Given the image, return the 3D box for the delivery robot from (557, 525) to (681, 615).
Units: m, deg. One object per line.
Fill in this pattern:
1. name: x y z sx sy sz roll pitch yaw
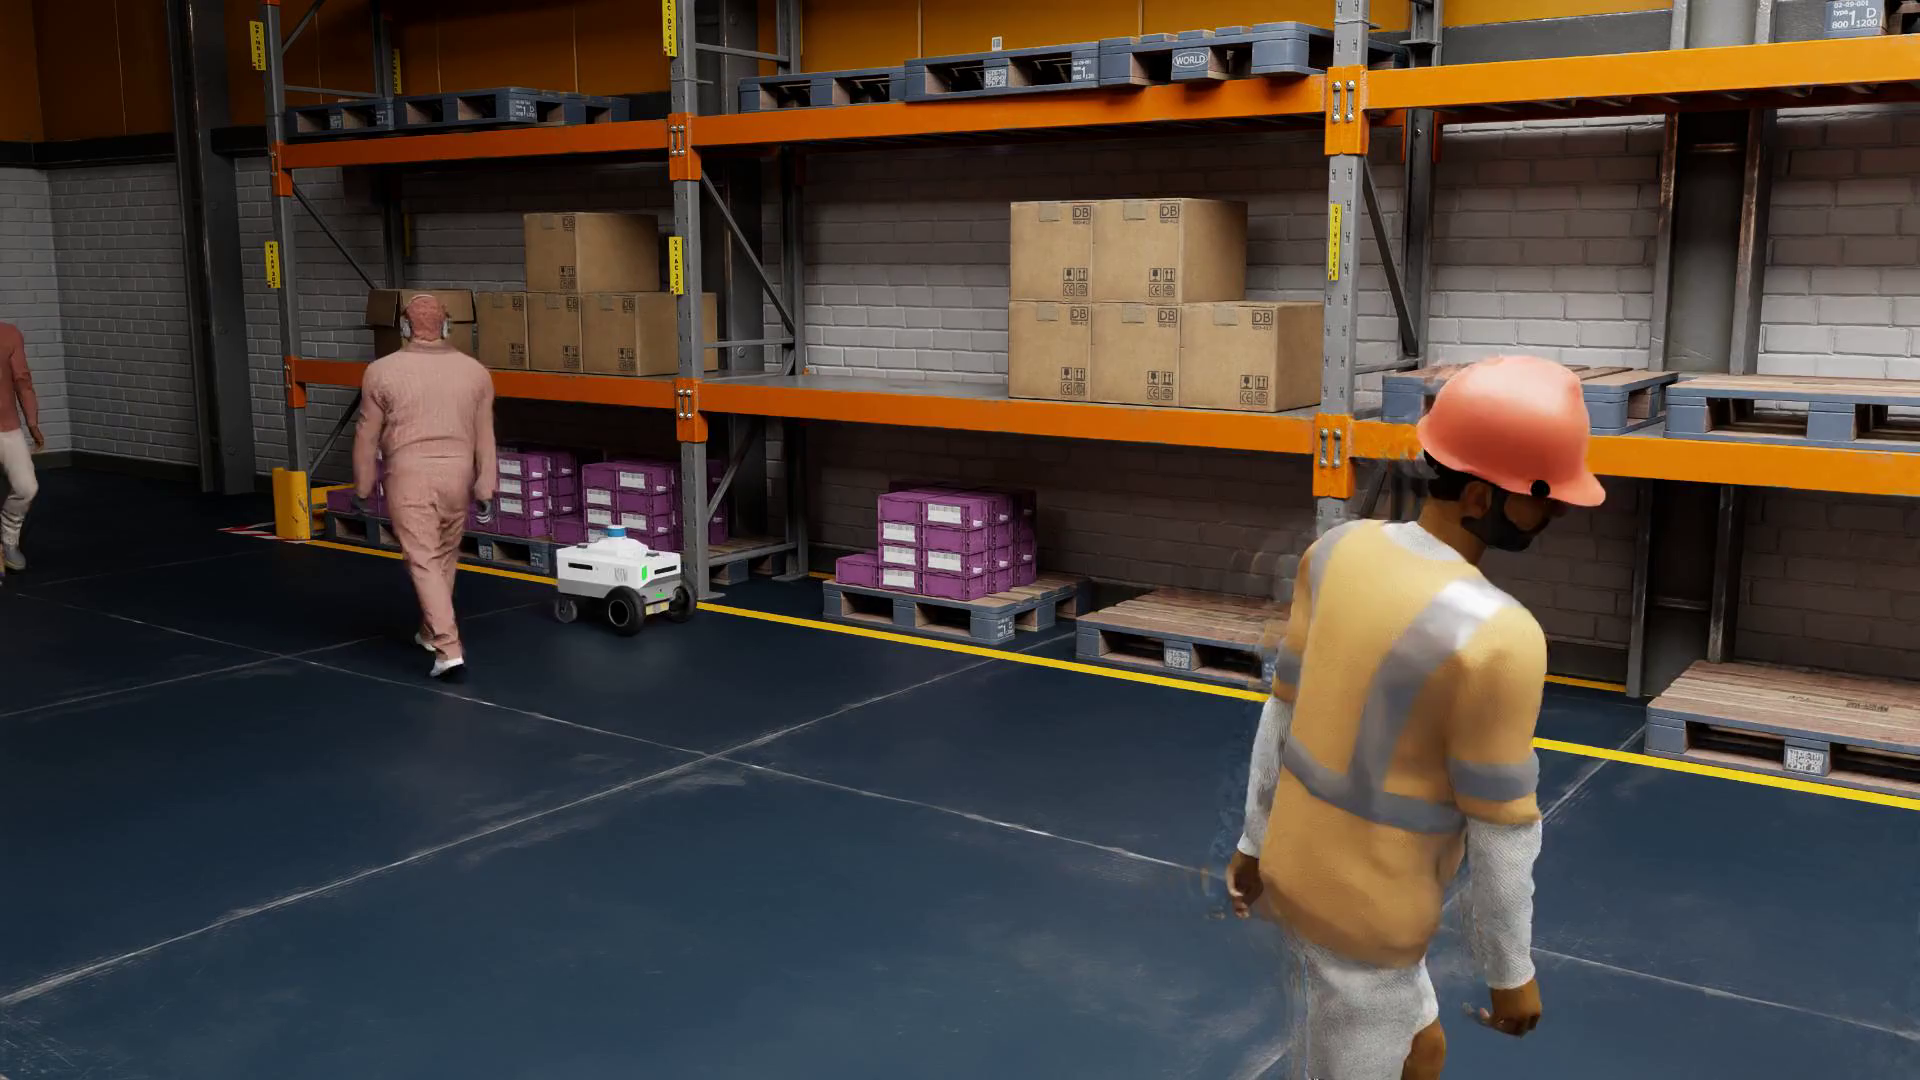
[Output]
1. delivery robot: -1.896 0.161 9.216 0.707 0.478 0.477 6 11 32

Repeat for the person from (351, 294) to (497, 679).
1. person: -2.626 -0.272 8.212 0.650 1.866 0.988 -7 12 -37

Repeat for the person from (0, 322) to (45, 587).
1. person: -6.112 -0.704 10.396 0.572 1.980 0.676 9 13 43

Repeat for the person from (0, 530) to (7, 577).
1. person: -6.373 -0.734 10.447 0.425 2.034 0.621 7 12 37

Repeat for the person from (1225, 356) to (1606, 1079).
1. person: 0.790 0.617 2.875 0.756 1.876 0.627 -2 10 -11
